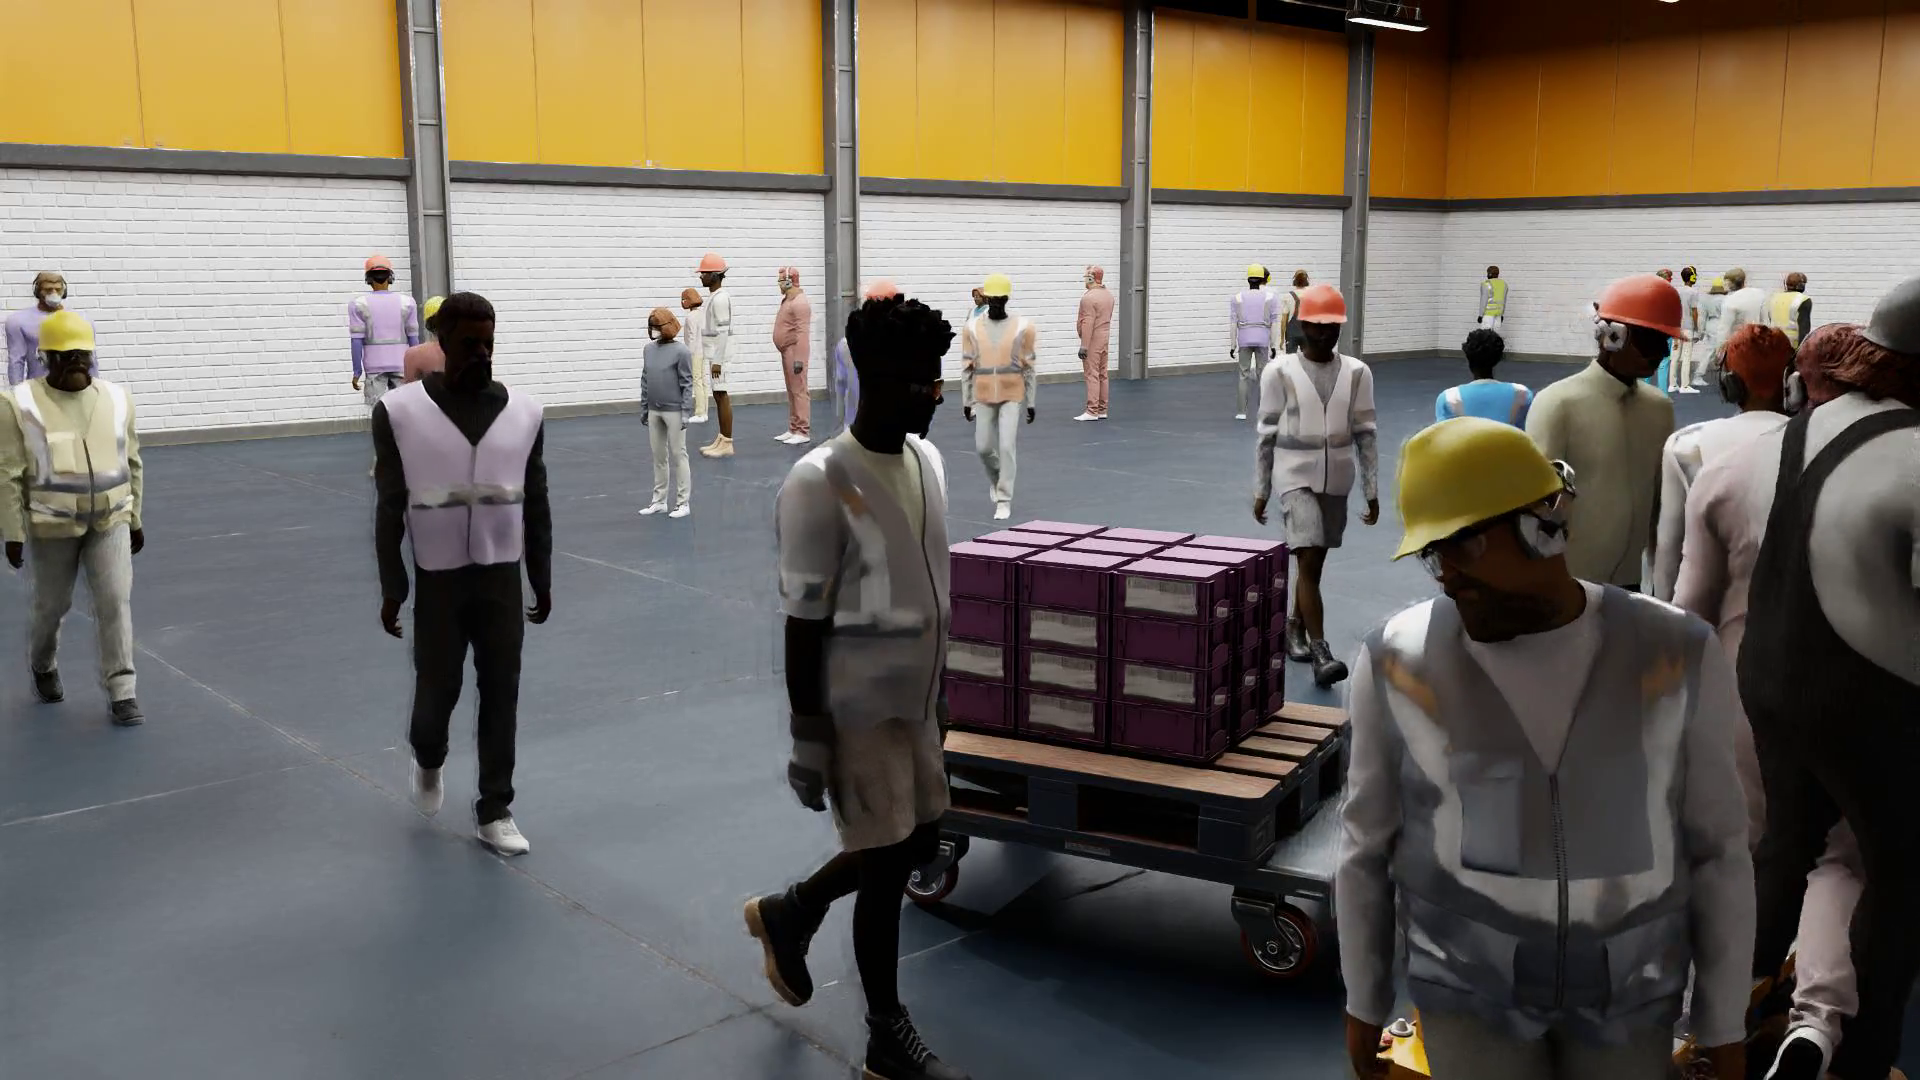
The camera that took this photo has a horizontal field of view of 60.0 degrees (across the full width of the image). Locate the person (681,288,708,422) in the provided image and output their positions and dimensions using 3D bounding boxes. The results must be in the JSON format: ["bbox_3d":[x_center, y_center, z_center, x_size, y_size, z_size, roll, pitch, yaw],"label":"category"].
[{"bbox_3d":[-3.237,-2.247,20.284,0.279,1.633,0.497,1,10,6],"label":"person"}]

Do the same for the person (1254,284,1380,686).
[{"bbox_3d":[1.734,-0.271,7.971,0.567,1.882,0.972,-1,10,-7],"label":"person"}]

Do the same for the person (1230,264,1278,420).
[{"bbox_3d":[3.618,-2.434,20.523,0.585,1.927,0.366,1,10,9],"label":"person"}]

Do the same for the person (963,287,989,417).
[{"bbox_3d":[0.269,-2.347,20.852,0.521,1.640,0.307,9,13,41],"label":"person"}]

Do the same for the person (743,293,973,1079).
[{"bbox_3d":[-0.264,0.370,4.071,0.678,1.939,0.625,6,11,30],"label":"person"}]

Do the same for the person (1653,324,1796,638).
[{"bbox_3d":[2.396,0.271,5.020,0.639,1.830,0.996,7,12,36],"label":"person"}]

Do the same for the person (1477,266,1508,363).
[{"bbox_3d":[10.078,-4.280,31.578,0.634,1.842,0.429,-5,11,-27],"label":"person"}]

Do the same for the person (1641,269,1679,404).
[{"bbox_3d":[9.575,-2.784,22.805,0.384,1.845,0.570,-7,12,-37],"label":"person"}]

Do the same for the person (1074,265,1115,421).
[{"bbox_3d":[1.637,-2.419,20.497,0.408,1.909,0.642,6,11,29],"label":"person"}]

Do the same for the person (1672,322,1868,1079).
[{"bbox_3d":[2.052,0.417,4.034,0.692,1.873,0.825,6,11,32],"label":"person"}]

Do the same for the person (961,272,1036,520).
[{"bbox_3d":[0.312,-1.135,13.000,0.591,1.910,0.659,2,10,13],"label":"person"}]

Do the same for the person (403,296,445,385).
[{"bbox_3d":[-3.599,-0.811,11.573,0.536,1.743,0.672,-5,11,-28],"label":"person"}]

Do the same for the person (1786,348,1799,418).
[{"bbox_3d":[3.215,0.074,6.611,0.882,1.650,0.556,1,10,3],"label":"person"}]

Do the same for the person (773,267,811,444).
[{"bbox_3d":[-1.823,-1.991,18.007,0.401,1.904,0.640,-3,10,-16],"label":"person"}]

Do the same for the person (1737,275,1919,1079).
[{"bbox_3d":[2.147,0.352,3.878,0.578,2.000,0.717,-1,10,-4],"label":"person"}]

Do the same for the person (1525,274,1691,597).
[{"bbox_3d":[2.070,0.138,5.451,0.659,1.981,0.495,-5,11,-28],"label":"person"}]

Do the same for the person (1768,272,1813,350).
[{"bbox_3d":[10.389,-2.402,20.650,0.784,1.814,0.661,-4,10,-20],"label":"person"}]

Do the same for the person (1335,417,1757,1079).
[{"bbox_3d":[0.902,0.705,2.601,0.623,1.779,0.635,2,10,10],"label":"person"}]

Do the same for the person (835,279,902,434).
[{"bbox_3d":[-0.523,-0.650,10.199,0.542,1.894,0.982,1,10,8],"label":"person"}]

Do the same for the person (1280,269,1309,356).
[{"bbox_3d":[4.559,-2.705,22.348,0.515,1.843,0.327,1,10,7],"label":"person"}]

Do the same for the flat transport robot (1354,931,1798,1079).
[{"bbox_3d":[1.687,1.164,4.296,0.652,0.197,1.431,9,14,44],"label":"flat transport robot"}]

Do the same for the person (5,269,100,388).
[{"bbox_3d":[-7.056,-1.145,12.981,0.637,1.921,0.754,-6,11,-32],"label":"person"}]

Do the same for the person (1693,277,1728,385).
[{"bbox_3d":[11.905,-3.278,26.154,0.918,1.694,0.490,-3,10,-18],"label":"person"}]

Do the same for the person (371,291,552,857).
[{"bbox_3d":[-1.694,0.110,5.688,0.619,1.905,0.561,-7,12,-35],"label":"person"}]

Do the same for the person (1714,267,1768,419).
[{"bbox_3d":[9.091,-2.226,19.409,0.705,1.887,0.591,-7,12,-35],"label":"person"}]

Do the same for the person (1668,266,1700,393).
[{"bbox_3d":[10.756,-3.109,24.640,0.328,1.873,0.514,-3,10,-19],"label":"person"}]

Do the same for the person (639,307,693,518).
[{"bbox_3d":[-2.287,-0.990,12.930,0.498,1.633,0.285,6,12,32],"label":"person"}]

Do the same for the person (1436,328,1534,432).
[{"bbox_3d":[2.792,-0.302,8.869,0.531,1.653,0.911,2,10,11],"label":"person"}]

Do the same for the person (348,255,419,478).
[{"bbox_3d":[-5.222,-1.563,15.112,0.605,2.034,0.389,-6,11,-30],"label":"person"}]

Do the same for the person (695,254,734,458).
[{"bbox_3d":[-2.464,-1.849,16.757,0.375,2.044,0.605,-2,10,-12],"label":"person"}]

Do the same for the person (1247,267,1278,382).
[{"bbox_3d":[4.768,-3.374,26.245,0.516,1.856,0.551,3,10,16],"label":"person"}]

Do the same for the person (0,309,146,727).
[{"bbox_3d":[-3.913,-0.112,7.309,0.845,1.807,0.610,9,14,44],"label":"person"}]
